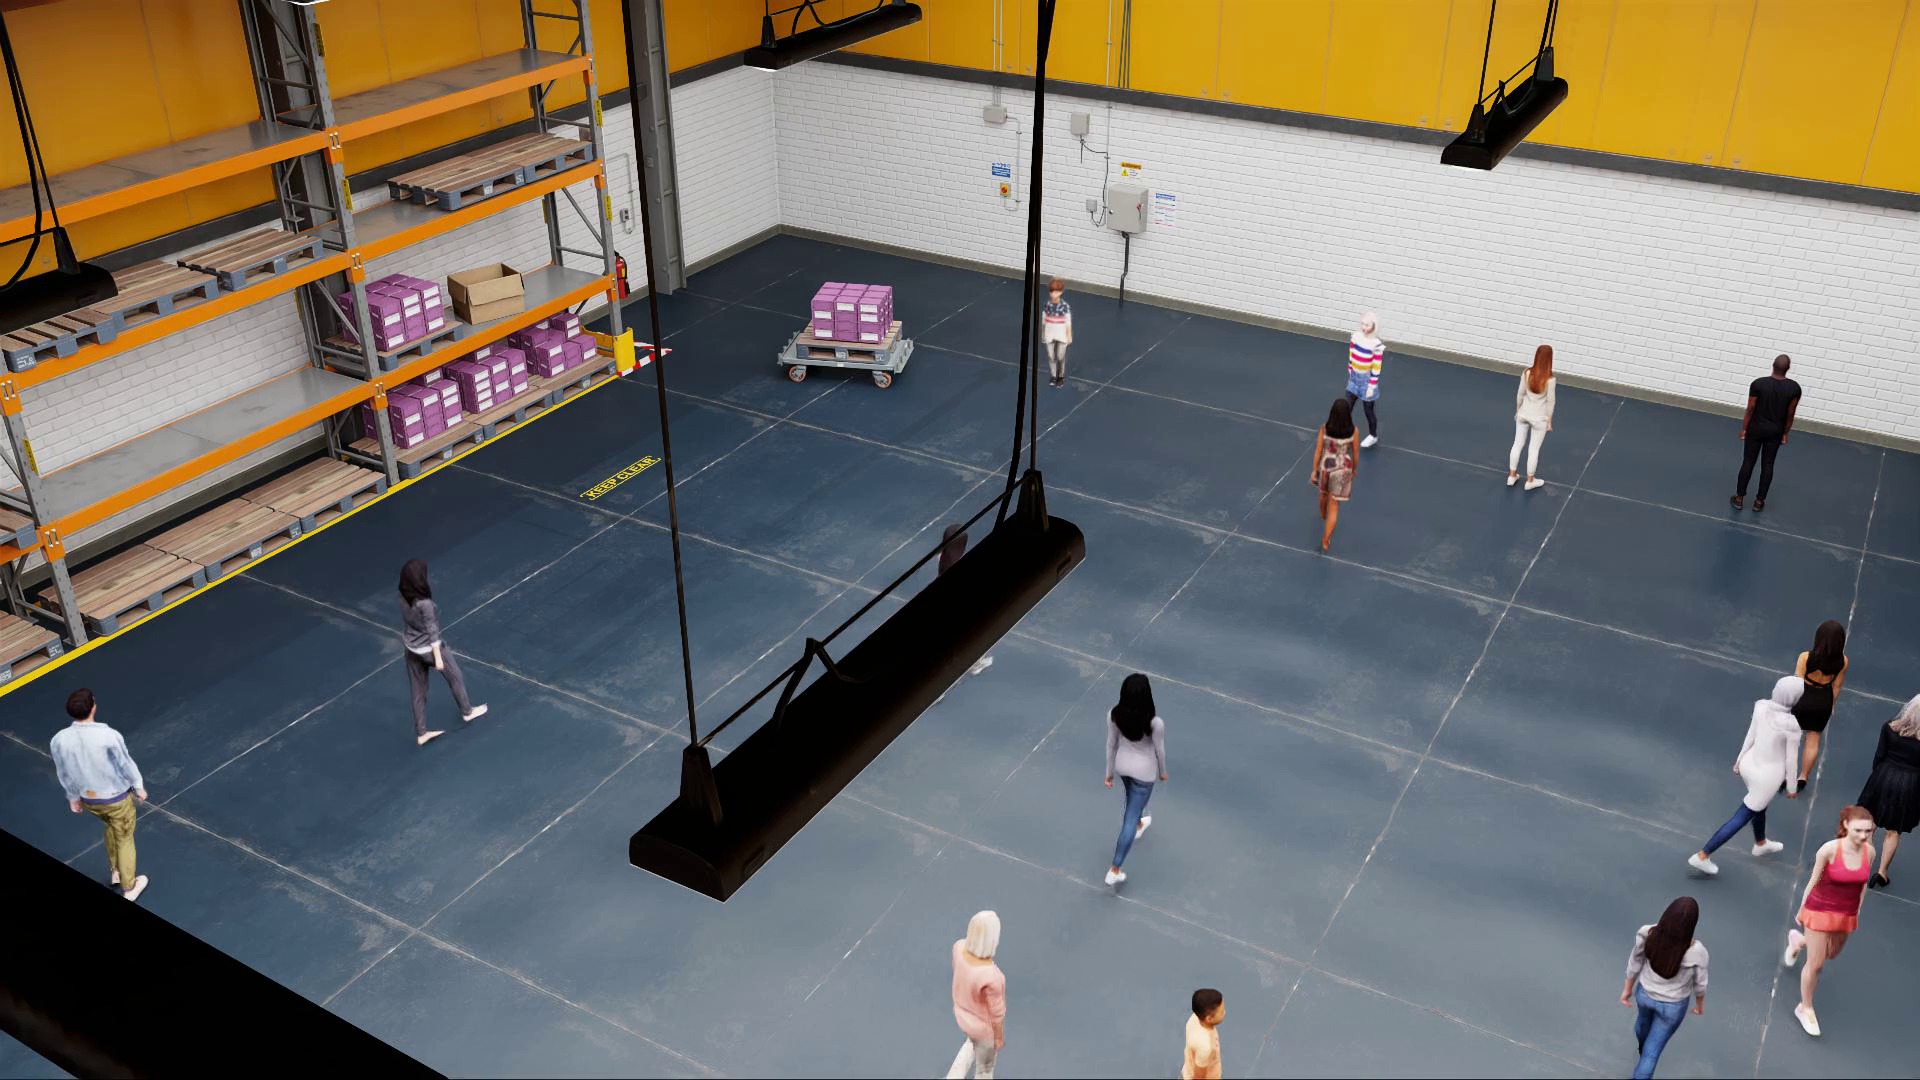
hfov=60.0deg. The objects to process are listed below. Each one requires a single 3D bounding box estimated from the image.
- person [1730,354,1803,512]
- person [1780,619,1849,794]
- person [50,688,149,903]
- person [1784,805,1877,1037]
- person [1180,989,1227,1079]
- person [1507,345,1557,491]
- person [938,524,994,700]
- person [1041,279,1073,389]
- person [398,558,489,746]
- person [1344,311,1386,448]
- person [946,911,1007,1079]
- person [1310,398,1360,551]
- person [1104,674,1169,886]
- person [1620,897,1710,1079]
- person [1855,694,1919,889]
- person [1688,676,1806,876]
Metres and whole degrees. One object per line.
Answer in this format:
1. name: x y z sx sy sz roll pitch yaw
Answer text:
1. person: 8.822 -1.181 18.217 0.706 1.820 0.629 9 30 16
2. person: 7.007 1.381 13.698 0.611 1.650 0.585 4 29 8
3. person: -6.441 1.966 12.472 0.802 1.797 0.823 2 29 4
4. person: 5.995 2.530 11.506 0.877 1.731 1.097 1 29 2
5. person: 1.410 3.351 10.309 0.928 1.437 0.993 -1 29 -2
6. person: 6.440 -1.383 18.698 0.637 1.713 0.661 -25 38 -38
7. person: -0.115 0.686 14.926 1.219 1.694 0.871 -22 36 -35
8. person: 1.255 -2.685 21.382 0.580 1.429 0.580 9 30 17
9. person: -4.665 1.005 14.294 0.640 1.738 0.928 17 33 28
10. person: 4.783 -1.829 19.472 1.220 1.756 0.941 -21 35 -33
11. person: 0.052 3.063 10.542 0.849 1.719 0.755 -21 35 -33
12. person: 3.938 -0.674 17.522 0.858 1.595 1.202 6 29 11
13. person: 1.309 1.858 12.781 0.617 1.691 1.188 16 32 27
14. person: 4.488 3.039 10.729 0.759 1.581 1.077 23 36 35
15. person: 7.116 1.896 12.652 0.643 1.747 0.624 23 36 36
16. person: 6.064 1.843 12.766 1.174 1.731 1.125 -7 29 -12
